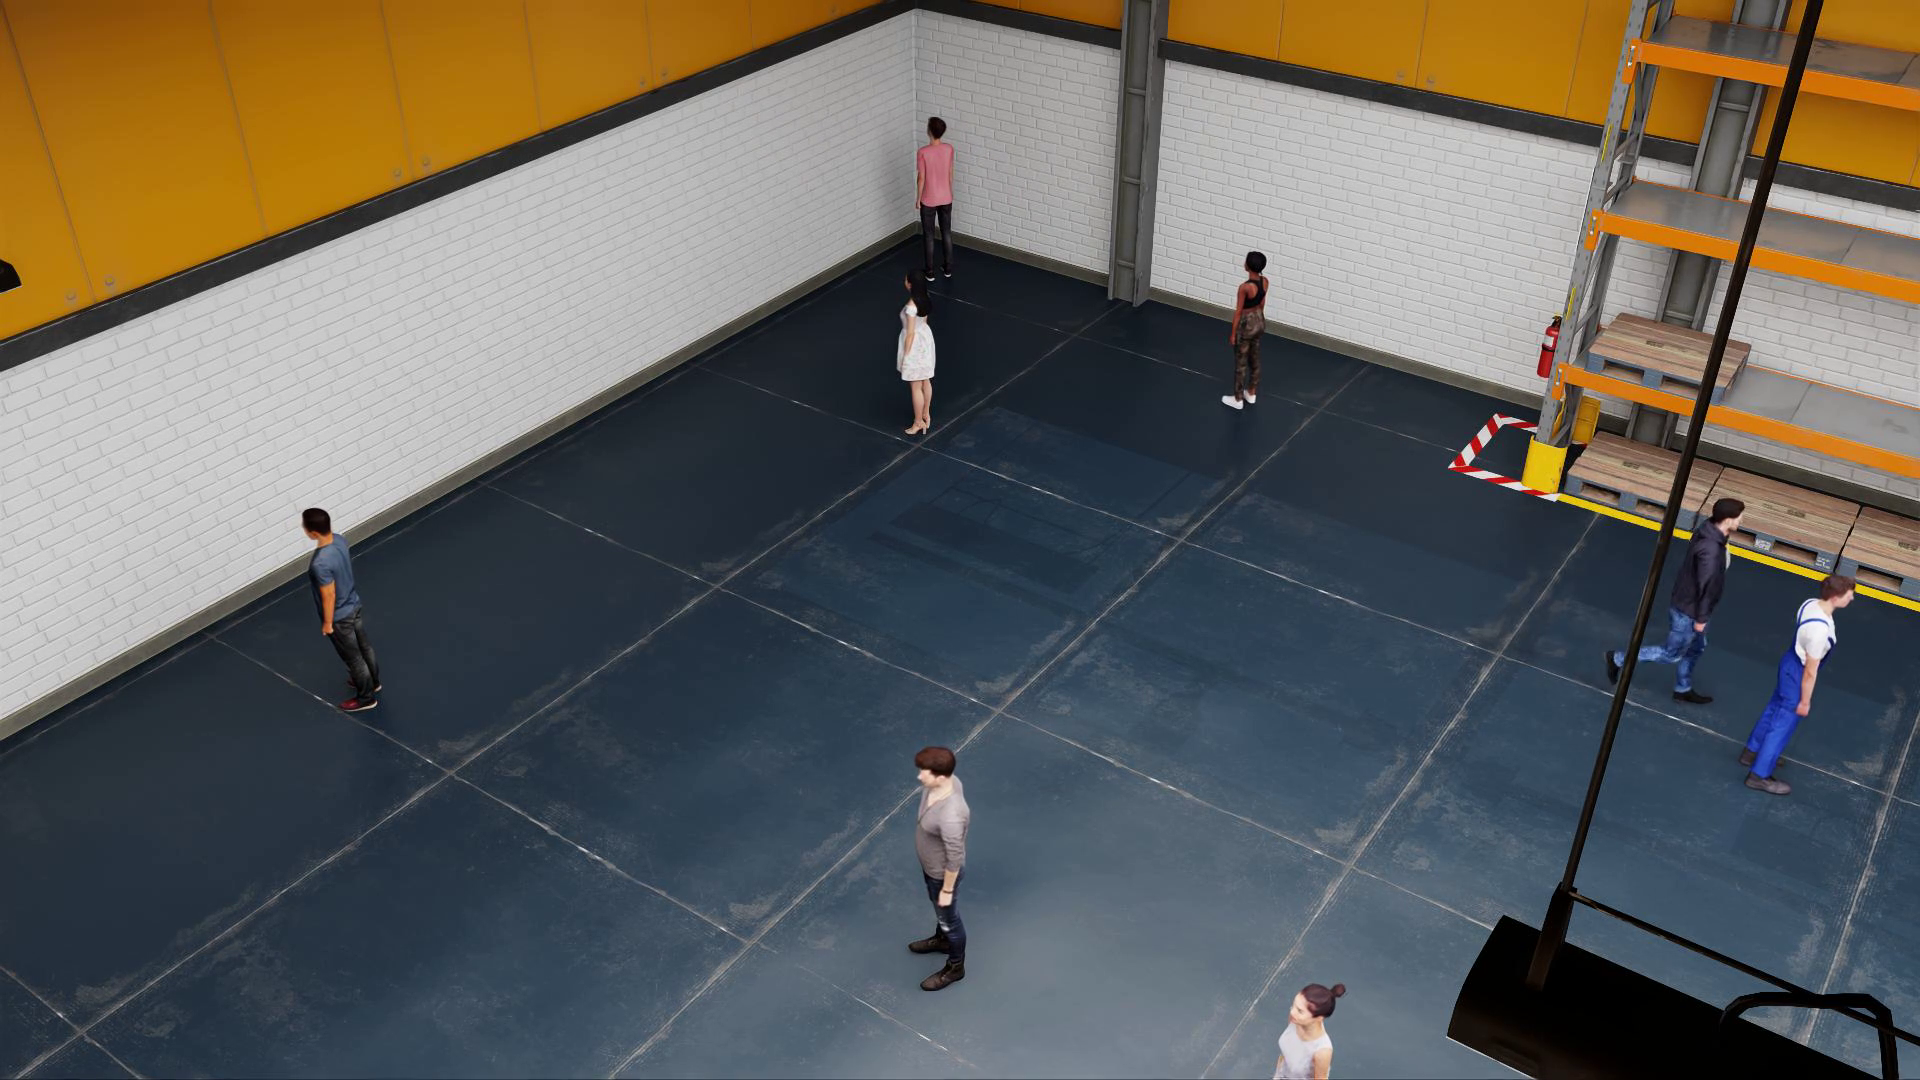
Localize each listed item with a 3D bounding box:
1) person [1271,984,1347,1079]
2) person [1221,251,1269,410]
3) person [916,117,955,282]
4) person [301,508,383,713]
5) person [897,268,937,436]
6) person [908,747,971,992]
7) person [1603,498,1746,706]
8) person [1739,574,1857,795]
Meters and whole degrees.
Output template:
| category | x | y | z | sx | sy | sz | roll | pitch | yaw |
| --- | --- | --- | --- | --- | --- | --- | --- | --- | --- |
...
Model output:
| category | x | y | z | sx | sy | sz | roll | pitch | yaw |
| --- | --- | --- | --- | --- | --- | --- | --- | --- | --- |
| person | 1.902 | 3.039 | 9.247 | 0.704 | 1.616 | 0.631 | -8 | 34 | -12 |
| person | 2.952 | -2.153 | 16.982 | 0.623 | 1.700 | 0.604 | -24 | 41 | -32 |
| person | -0.283 | -4.012 | 19.543 | 0.716 | 1.961 | 0.712 | -15 | 36 | -21 |
| person | -4.782 | 0.522 | 12.863 | 0.748 | 1.804 | 0.728 | 0 | 34 | -1 |
| person | -0.429 | -1.870 | 16.488 | 0.694 | 1.775 | 0.696 | 14 | 36 | 20 |
| person | -0.105 | 2.040 | 10.493 | 0.837 | 1.900 | 0.759 | -8 | 34 | -11 |
| person | 5.565 | 0.482 | 12.867 | 1.163 | 1.866 | 0.826 | 14 | 36 | 20 |
| person | 6.076 | 1.011 | 12.091 | 0.664 | 1.845 | 0.683 | 10 | 35 | 14 |
